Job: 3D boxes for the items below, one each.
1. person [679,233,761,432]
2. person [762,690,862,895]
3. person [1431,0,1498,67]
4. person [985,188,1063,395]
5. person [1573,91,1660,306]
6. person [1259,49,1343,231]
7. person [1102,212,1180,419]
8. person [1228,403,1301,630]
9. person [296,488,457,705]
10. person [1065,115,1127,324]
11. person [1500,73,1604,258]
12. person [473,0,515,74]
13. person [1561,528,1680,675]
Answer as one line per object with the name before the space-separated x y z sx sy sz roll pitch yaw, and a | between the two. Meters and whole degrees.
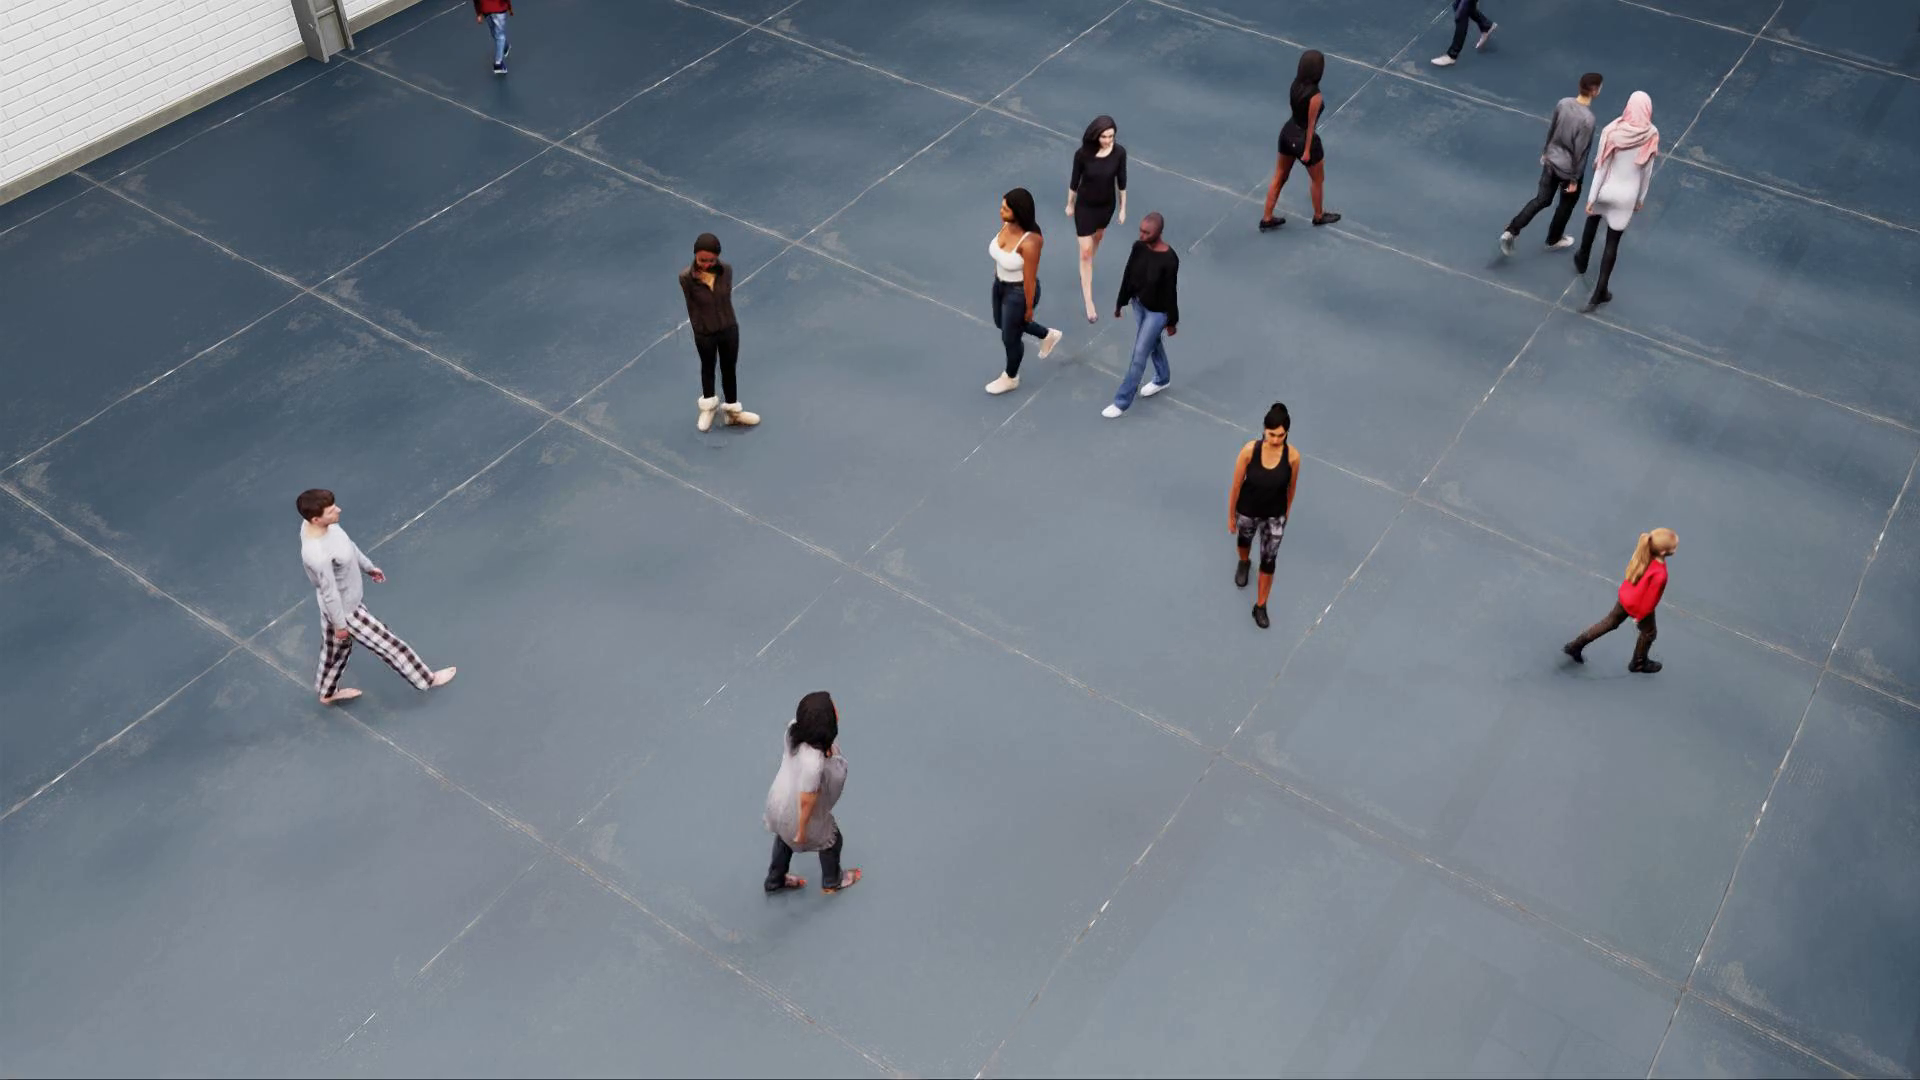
person | -1.902 -1.548 12.587 0.730 1.650 0.815 -8 44 -8
person | -0.955 1.522 9.425 0.940 1.568 0.849 -12 45 -12
person | 5.277 -5.726 16.829 1.169 1.849 1.049 -13 45 -14
person | 0.521 -1.946 12.903 1.068 1.792 0.931 -17 46 -17
person | 5.443 -2.802 13.828 0.909 1.755 1.135 9 44 9
person | 2.878 -3.435 14.522 1.066 1.715 0.940 -14 45 -14
person | 1.532 -1.795 12.798 1.088 1.718 0.820 -28 50 -27
person | 2.027 -0.284 11.270 0.897 1.637 1.074 4 44 4
person | -3.957 0.402 10.430 1.222 1.803 1.076 -13 45 -13
person | 1.113 -2.758 13.789 1.111 1.744 1.183 -6 44 -6
person | 5.092 -3.160 14.216 1.157 1.739 0.964 -18 47 -18
person | -4.750 -5.353 16.878 0.726 1.242 0.943 8 44 8
person | 4.351 0.397 10.824 0.898 1.267 0.874 -4 44 -5
